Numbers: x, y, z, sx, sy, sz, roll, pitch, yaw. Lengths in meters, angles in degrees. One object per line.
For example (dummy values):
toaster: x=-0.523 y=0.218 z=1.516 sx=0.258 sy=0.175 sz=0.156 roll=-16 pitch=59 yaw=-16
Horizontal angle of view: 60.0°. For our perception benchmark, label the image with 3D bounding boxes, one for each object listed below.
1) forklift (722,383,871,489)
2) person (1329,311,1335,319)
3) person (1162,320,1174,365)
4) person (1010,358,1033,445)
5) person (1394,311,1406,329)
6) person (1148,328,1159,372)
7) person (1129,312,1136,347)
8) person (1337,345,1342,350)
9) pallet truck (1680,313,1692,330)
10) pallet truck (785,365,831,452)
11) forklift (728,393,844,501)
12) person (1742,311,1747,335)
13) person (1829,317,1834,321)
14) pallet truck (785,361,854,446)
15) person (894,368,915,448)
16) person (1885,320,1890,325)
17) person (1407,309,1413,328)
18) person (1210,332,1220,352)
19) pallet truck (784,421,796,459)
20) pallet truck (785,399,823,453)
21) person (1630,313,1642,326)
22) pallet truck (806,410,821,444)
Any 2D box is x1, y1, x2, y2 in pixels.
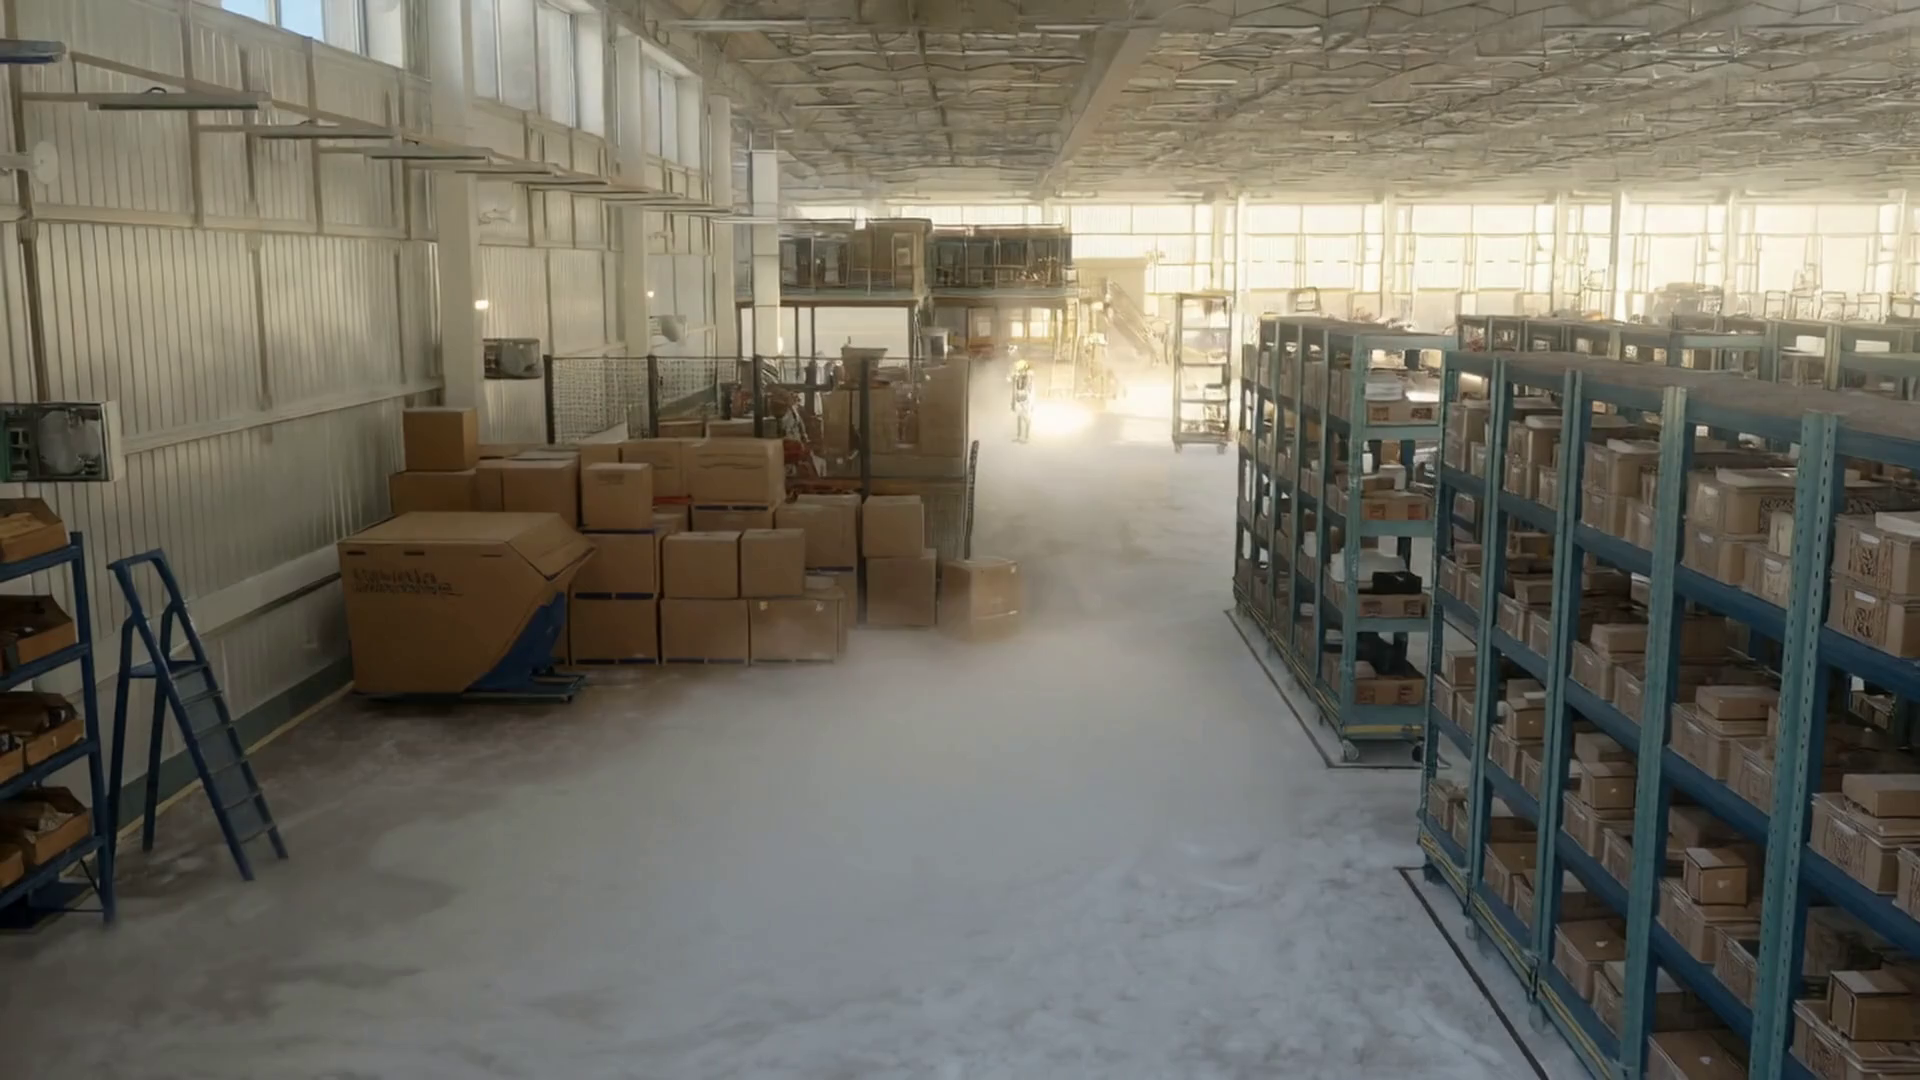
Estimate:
forklift: x=-2.893 y=-1.687 z=28.729 sx=2.680 sy=1.987 sz=1.157 roll=0 pitch=9 yaw=-1
person: x=21.128 y=-12.093 z=94.461 sx=0.814 sy=1.810 sz=0.618 roll=4 pitch=10 yaw=22
person: x=9.029 y=-8.543 z=72.073 sx=0.604 sy=1.966 sz=0.367 roll=-3 pitch=10 yaw=-20
person: x=1.433 y=-3.264 z=39.273 sx=0.611 sy=2.042 sz=0.394 roll=8 pitch=12 yaw=39
person: x=23.554 y=-11.261 z=88.932 sx=0.649 sy=1.935 sz=0.433 roll=8 pitch=12 yaw=42
person: x=7.876 y=-7.729 z=67.669 sx=0.326 sy=1.767 sz=0.533 roll=-8 pitch=12 yaw=-40
person: x=9.201 y=-11.239 z=89.003 sx=0.418 sy=1.866 sz=0.599 roll=4 pitch=10 yaw=25
person: x=15.618 y=-8.013 z=69.188 sx=0.574 sy=1.836 sz=0.821 roll=2 pitch=9 yaw=10
pallet truck: x=36.315 y=-10.531 z=84.244 sx=0.823 sy=1.965 sz=1.885 roll=-6 pitch=11 yaw=-33
pallet truck: x=-3.774 y=-2.976 z=37.635 sx=1.885 sy=1.965 sz=0.823 roll=1 pitch=9 yaw=5
forklift: x=-2.979 y=-1.316 z=26.476 sx=2.680 sy=1.987 sz=1.157 roll=0 pitch=9 yaw=1
person: x=43.218 y=-11.679 z=91.700 sx=0.538 sy=1.883 sz=0.981 roll=-1 pitch=9 yaw=-4
person: x=41.571 y=-9.687 z=79.339 sx=0.591 sy=1.903 sz=0.751 roll=0 pitch=9 yaw=-3
pallet truck: x=-3.410 y=-3.193 z=38.978 sx=1.885 sy=1.965 sz=0.823 roll=0 pitch=9 yaw=-1
person: x=-1.319 y=-3.067 z=38.573 sx=0.568 sy=1.876 sz=0.684 roll=8 pitch=12 yaw=40
person: x=41.789 y=-8.950 z=74.870 sx=0.600 sy=1.873 sz=0.559 roll=-3 pitch=10 yaw=-19
person: x=25.588 y=-12.172 z=94.614 sx=0.397 sy=1.918 sz=0.588 roll=5 pitch=10 yaw=28
person: x=10.896 y=-8.267 z=70.840 sx=0.741 sy=1.823 sz=0.515 roll=-6 pitch=11 yaw=-31
pallet truck: x=-4.013 y=-1.793 z=32.705 sx=1.601 sy=1.201 sz=0.680 roll=0 pitch=9 yaw=1
pallet truck: x=-3.814 y=-2.432 z=36.419 sx=1.630 sy=1.274 sz=0.653 roll=0 pitch=9 yaw=1
person: x=34.655 y=-10.670 z=85.292 sx=0.352 sy=1.934 sz=0.635 roll=-8 pitch=12 yaw=-42
pallet truck: x=-3.559 y=-2.018 z=33.905 sx=1.522 sy=1.261 sz=0.704 roll=0 pitch=9 yaw=-1
